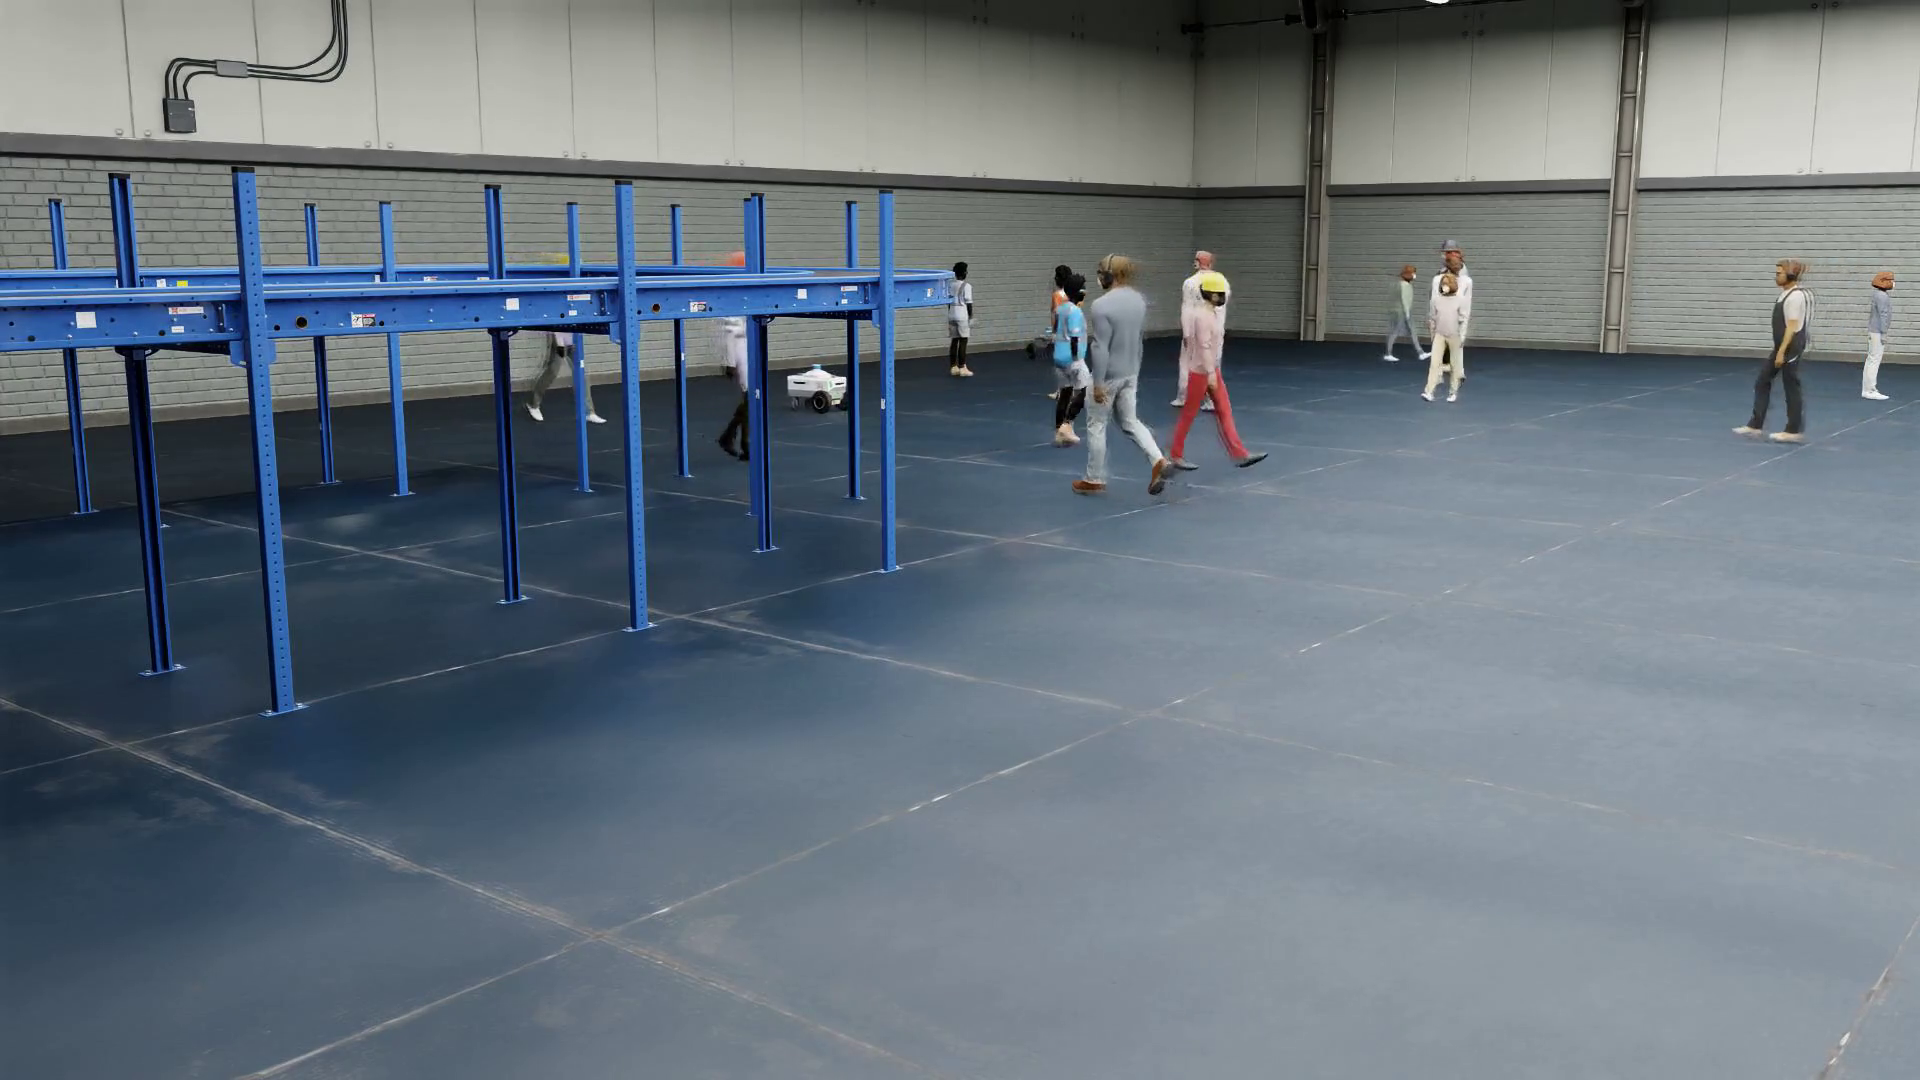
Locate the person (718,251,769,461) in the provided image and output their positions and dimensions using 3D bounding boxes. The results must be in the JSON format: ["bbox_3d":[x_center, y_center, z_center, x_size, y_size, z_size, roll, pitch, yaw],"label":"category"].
[{"bbox_3d":[-1.940,-1.680,15.252,0.391,1.923,0.541,3,11,18],"label":"person"}]

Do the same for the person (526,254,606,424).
[{"bbox_3d":[-4.446,-2.252,18.556,0.983,1.889,0.595,5,11,25],"label":"person"}]

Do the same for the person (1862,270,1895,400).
[{"bbox_3d":[11.772,-2.629,21.292,0.286,1.633,0.500,3,11,17],"label":"person"}]

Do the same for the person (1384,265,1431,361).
[{"bbox_3d":[7.502,-3.776,27.764,0.835,1.588,0.535,5,12,27],"label":"person"}]

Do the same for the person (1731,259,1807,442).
[{"bbox_3d":[8.154,-1.900,16.720,0.759,1.822,0.541,2,10,12],"label":"person"}]

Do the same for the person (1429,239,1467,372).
[{"bbox_3d":[7.550,-3.623,25.790,0.536,2.000,0.688,0,10,-2],"label":"person"}]

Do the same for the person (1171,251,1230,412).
[{"bbox_3d":[2.850,-2.488,19.846,0.648,1.882,0.790,-3,11,-19],"label":"person"}]

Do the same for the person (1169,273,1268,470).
[{"bbox_3d":[2.241,-1.456,14.532,0.895,1.716,0.554,5,11,25],"label":"person"}]

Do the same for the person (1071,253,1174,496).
[{"bbox_3d":[1.265,-1.279,13.027,0.857,1.916,0.634,10,14,44],"label":"person"}]

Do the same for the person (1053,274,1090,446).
[{"bbox_3d":[1.101,-1.762,16.319,0.393,1.682,0.547,-2,10,-9],"label":"person"}]

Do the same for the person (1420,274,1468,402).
[{"bbox_3d":[6.028,-2.491,20.640,0.507,1.593,0.840,6,12,32],"label":"person"}]

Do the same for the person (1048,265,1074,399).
[{"bbox_3d":[1.316,-2.650,21.234,0.318,1.697,0.533,5,12,28],"label":"person"}]

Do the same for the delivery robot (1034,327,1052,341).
[{"bbox_3d":[1.519,-3.504,28.271,0.335,0.223,0.698,-6,12,-29],"label":"delivery robot"}]

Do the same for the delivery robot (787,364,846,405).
[{"bbox_3d":[-1.713,-1.849,19.817,0.707,0.478,0.477,7,12,32],"label":"delivery robot"}]

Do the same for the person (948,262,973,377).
[{"bbox_3d":[0.003,-3.294,24.812,0.330,1.700,0.532,-7,13,-36],"label":"person"}]

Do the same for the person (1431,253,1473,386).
[{"bbox_3d":[6.857,-3.070,23.206,0.582,1.826,1.024,0,10,3],"label":"person"}]
